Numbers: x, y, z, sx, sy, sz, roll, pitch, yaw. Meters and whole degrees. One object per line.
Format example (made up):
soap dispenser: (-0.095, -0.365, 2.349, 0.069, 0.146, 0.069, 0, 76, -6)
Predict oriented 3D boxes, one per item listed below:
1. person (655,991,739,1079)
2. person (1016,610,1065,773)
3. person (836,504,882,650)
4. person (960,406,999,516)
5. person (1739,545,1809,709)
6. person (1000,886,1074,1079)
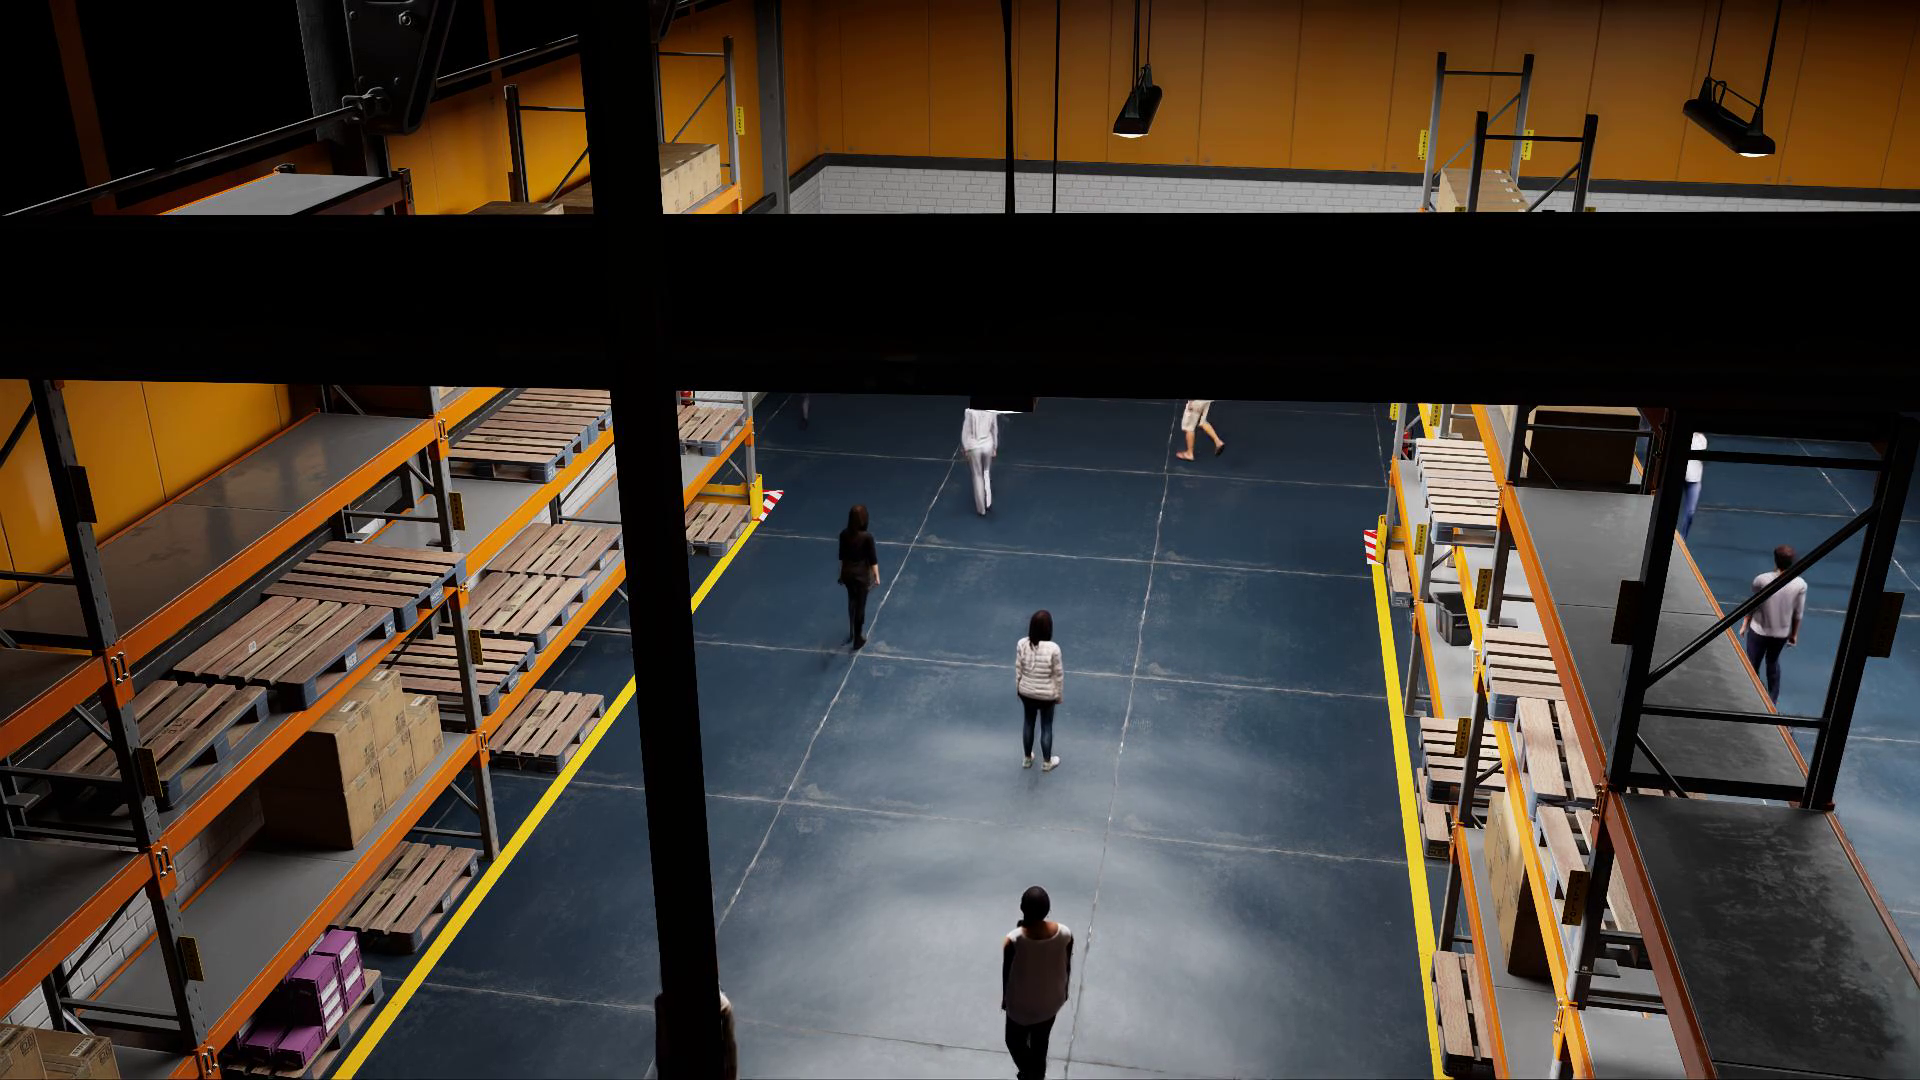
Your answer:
person: (-1.698, 3.381, 10.857, 0.732, 1.877, 0.738, 2, 24, 4)
person: (0.744, 1.410, 15.666, 0.664, 1.637, 0.624, 10, 25, 21)
person: (-1.150, 0.421, 17.944, 0.650, 1.625, 0.636, 8, 25, 17)
person: (0.278, -1.134, 21.333, 0.712, 1.760, 0.755, -6, 24, -14)
person: (8.049, 0.942, 16.491, 0.661, 1.833, 0.647, 3, 24, 7)
person: (0.517, 3.184, 11.563, 0.804, 1.674, 0.868, -6, 24, -13)
